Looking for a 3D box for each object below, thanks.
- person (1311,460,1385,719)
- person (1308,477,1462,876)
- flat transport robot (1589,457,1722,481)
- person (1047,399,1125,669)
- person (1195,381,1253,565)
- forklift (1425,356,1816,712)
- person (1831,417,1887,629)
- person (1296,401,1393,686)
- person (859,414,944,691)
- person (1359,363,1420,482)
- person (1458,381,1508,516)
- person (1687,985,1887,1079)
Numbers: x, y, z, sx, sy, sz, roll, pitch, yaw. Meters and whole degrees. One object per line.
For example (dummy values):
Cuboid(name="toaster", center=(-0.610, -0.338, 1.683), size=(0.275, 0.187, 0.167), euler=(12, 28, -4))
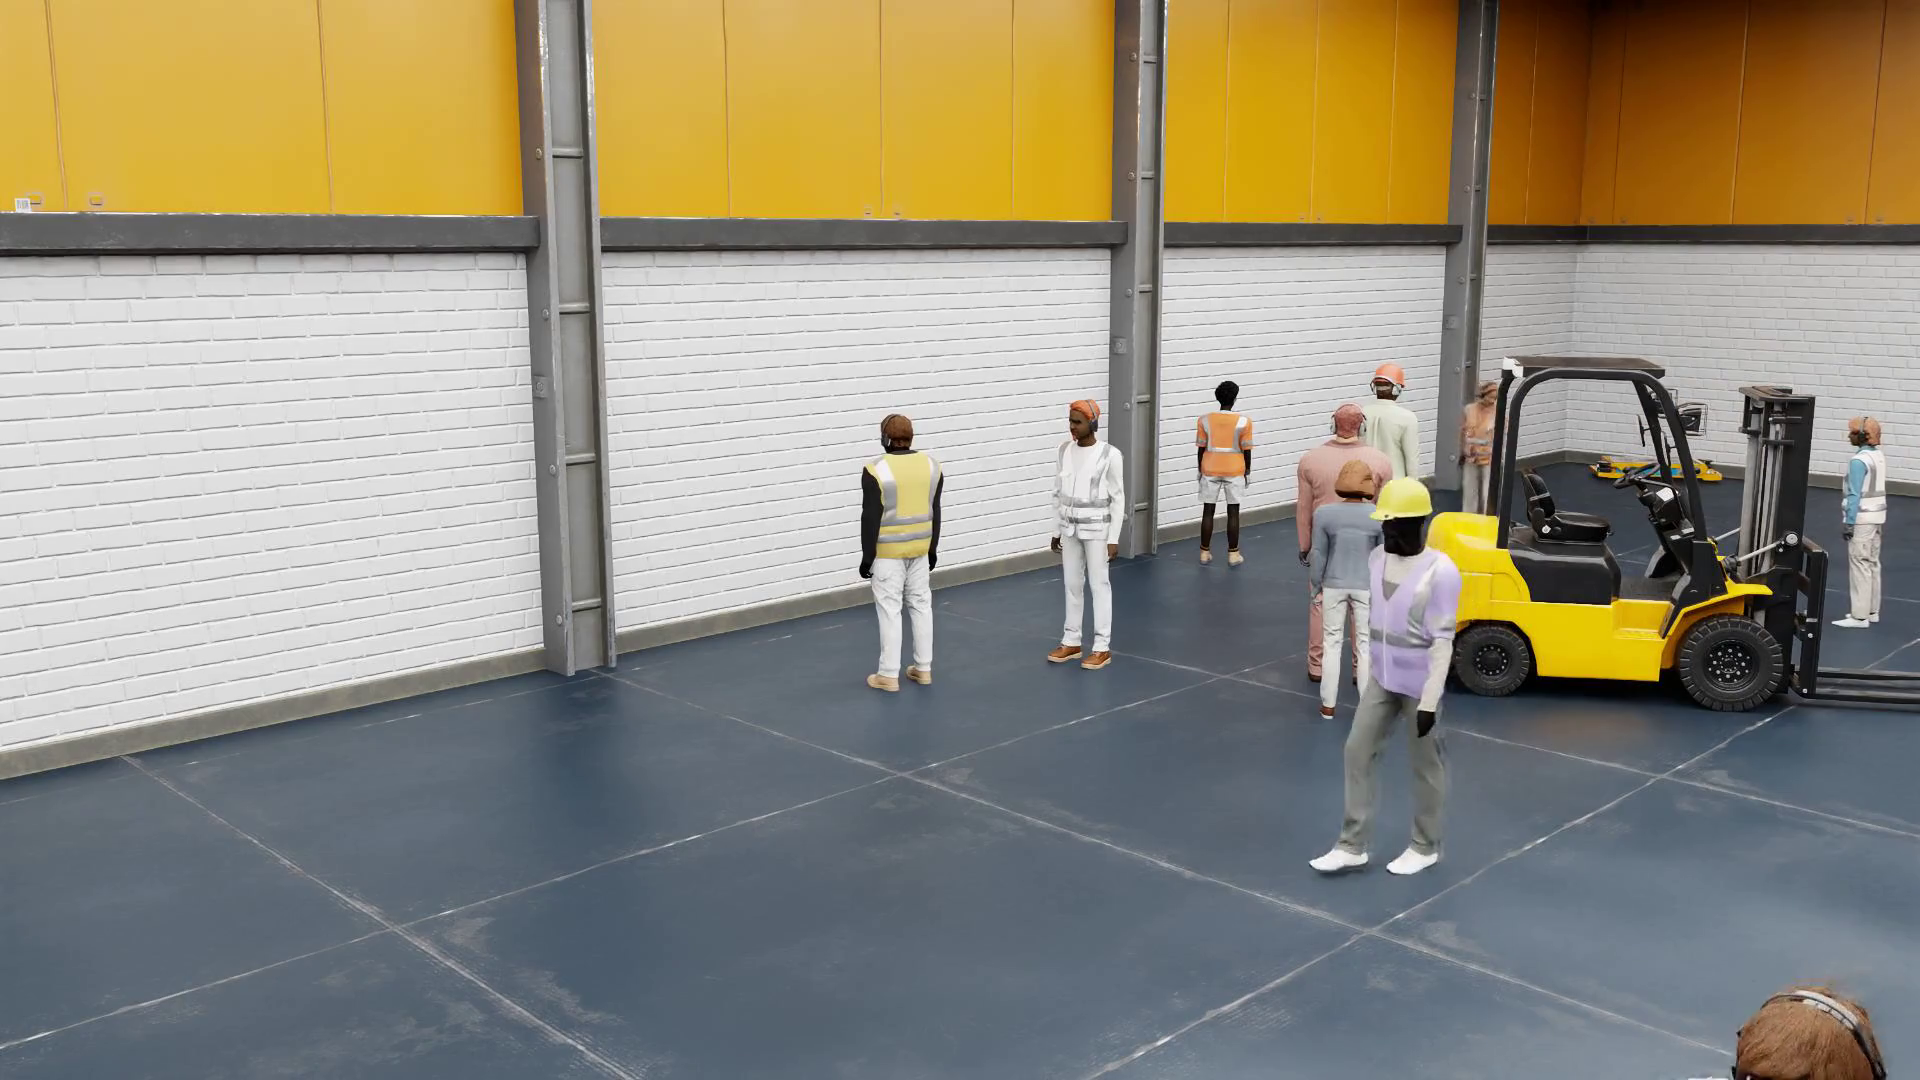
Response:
Cuboid(name="person", center=(2.431, 0.314, 10.344), size=(0.503, 1.631, 0.282), euler=(4, 11, 19))
Cuboid(name="person", center=(1.974, 0.662, 7.696), size=(0.786, 1.900, 0.610), euler=(-6, 12, -28))
Cuboid(name="flat transport robot", center=(8.634, -0.898, 20.669), size=(1.431, 0.197, 0.652), euler=(2, 11, 11))
Cuboid(name="person", center=(0.873, -0.044, 11.609), size=(0.584, 1.882, 0.337), euler=(9, 14, 41))
Cuboid(name="person", center=(2.414, -0.609, 15.223), size=(0.534, 1.691, 0.318), euler=(3, 11, 18))
Cuboid(name="forklift", center=(4.276, -0.101, 11.076), size=(2.313, 2.155, 1.214), euler=(2, 11, 13))
Cuboid(name="person", center=(6.956, -0.136, 12.830), size=(0.321, 1.627, 0.529), euler=(10, 14, 42))
Cuboid(name="person", center=(2.582, 0.026, 11.156), size=(0.644, 1.913, 0.408), euler=(4, 11, 20))
Cuboid(name="person", center=(-0.412, 0.079, 11.060), size=(0.634, 1.841, 0.429), euler=(-8, 13, -36))
Cuboid(name="person", center=(3.419, -0.429, 13.428), size=(0.611, 1.988, 0.391), euler=(8, 13, 38))
Cuboid(name="person", center=(5.073, -0.766, 16.302), size=(0.370, 1.605, 0.666), euler=(-8, 13, -38))
Cuboid(name="person", center=(1.424, 1.591, 2.898), size=(0.684, 1.818, 0.636), euler=(-10, 14, -42))
